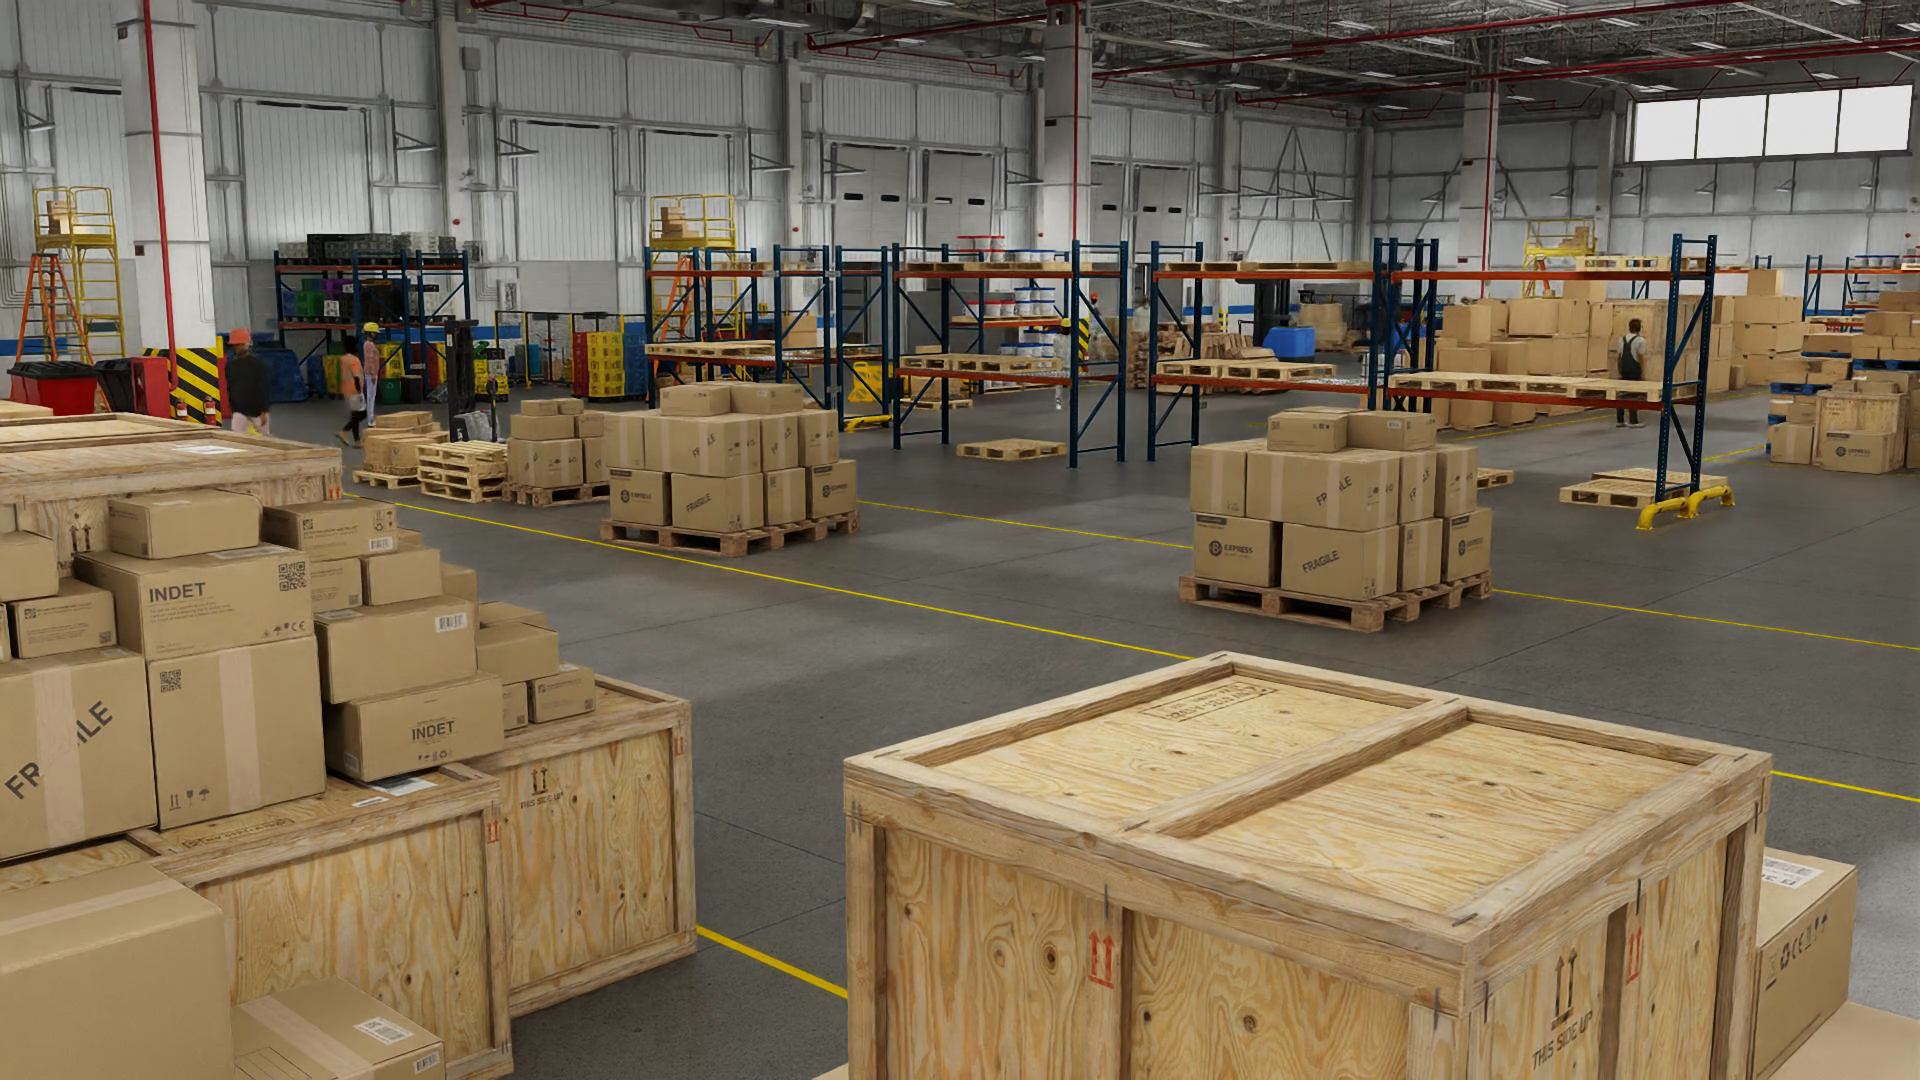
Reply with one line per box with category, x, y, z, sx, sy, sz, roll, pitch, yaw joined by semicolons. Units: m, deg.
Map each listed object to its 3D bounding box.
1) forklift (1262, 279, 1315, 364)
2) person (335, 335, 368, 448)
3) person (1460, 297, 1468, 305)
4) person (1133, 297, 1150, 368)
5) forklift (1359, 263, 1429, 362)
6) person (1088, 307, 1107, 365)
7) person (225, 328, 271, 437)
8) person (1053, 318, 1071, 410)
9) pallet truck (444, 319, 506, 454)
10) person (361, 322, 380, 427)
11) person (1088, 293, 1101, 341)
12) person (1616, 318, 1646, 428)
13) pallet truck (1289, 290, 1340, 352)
forklift;8.555;-6.090;44.881;1.873;2.768;1.129;9;13;43
person;-8.961;-2.173;24.493;0.449;1.686;0.548;-7;11;-36
person;13.785;-5.661;45.262;0.946;1.908;0.638;-4;10;-24
person;4.971;-5.561;44.658;0.651;1.883;0.957;1;9;4
forklift;12.348;-6.453;47.110;1.873;2.768;1.129;3;10;17
person;3.690;-5.611;45.882;0.874;1.589;0.545;-4;10;-22
person;-8.543;-1.582;20.088;0.609;1.955;0.994;2;9;10
person;1.994;-3.313;31.363;0.484;1.737;0.322;0;9;2
pallet truck;-6.981;-1.942;22.150;1.885;1.965;0.823;1;9;9
person;-9.878;-2.776;27.969;0.304;1.772;0.525;-3;10;-19
person;4.124;-6.665;51.337;0.545;1.927;0.392;-5;11;-29
person;11.212;-2.784;27.776;0.339;1.845;0.507;-6;11;-31
pallet truck;11.297;-6.951;52.861;1.885;1.965;0.823;-5;11;-29
